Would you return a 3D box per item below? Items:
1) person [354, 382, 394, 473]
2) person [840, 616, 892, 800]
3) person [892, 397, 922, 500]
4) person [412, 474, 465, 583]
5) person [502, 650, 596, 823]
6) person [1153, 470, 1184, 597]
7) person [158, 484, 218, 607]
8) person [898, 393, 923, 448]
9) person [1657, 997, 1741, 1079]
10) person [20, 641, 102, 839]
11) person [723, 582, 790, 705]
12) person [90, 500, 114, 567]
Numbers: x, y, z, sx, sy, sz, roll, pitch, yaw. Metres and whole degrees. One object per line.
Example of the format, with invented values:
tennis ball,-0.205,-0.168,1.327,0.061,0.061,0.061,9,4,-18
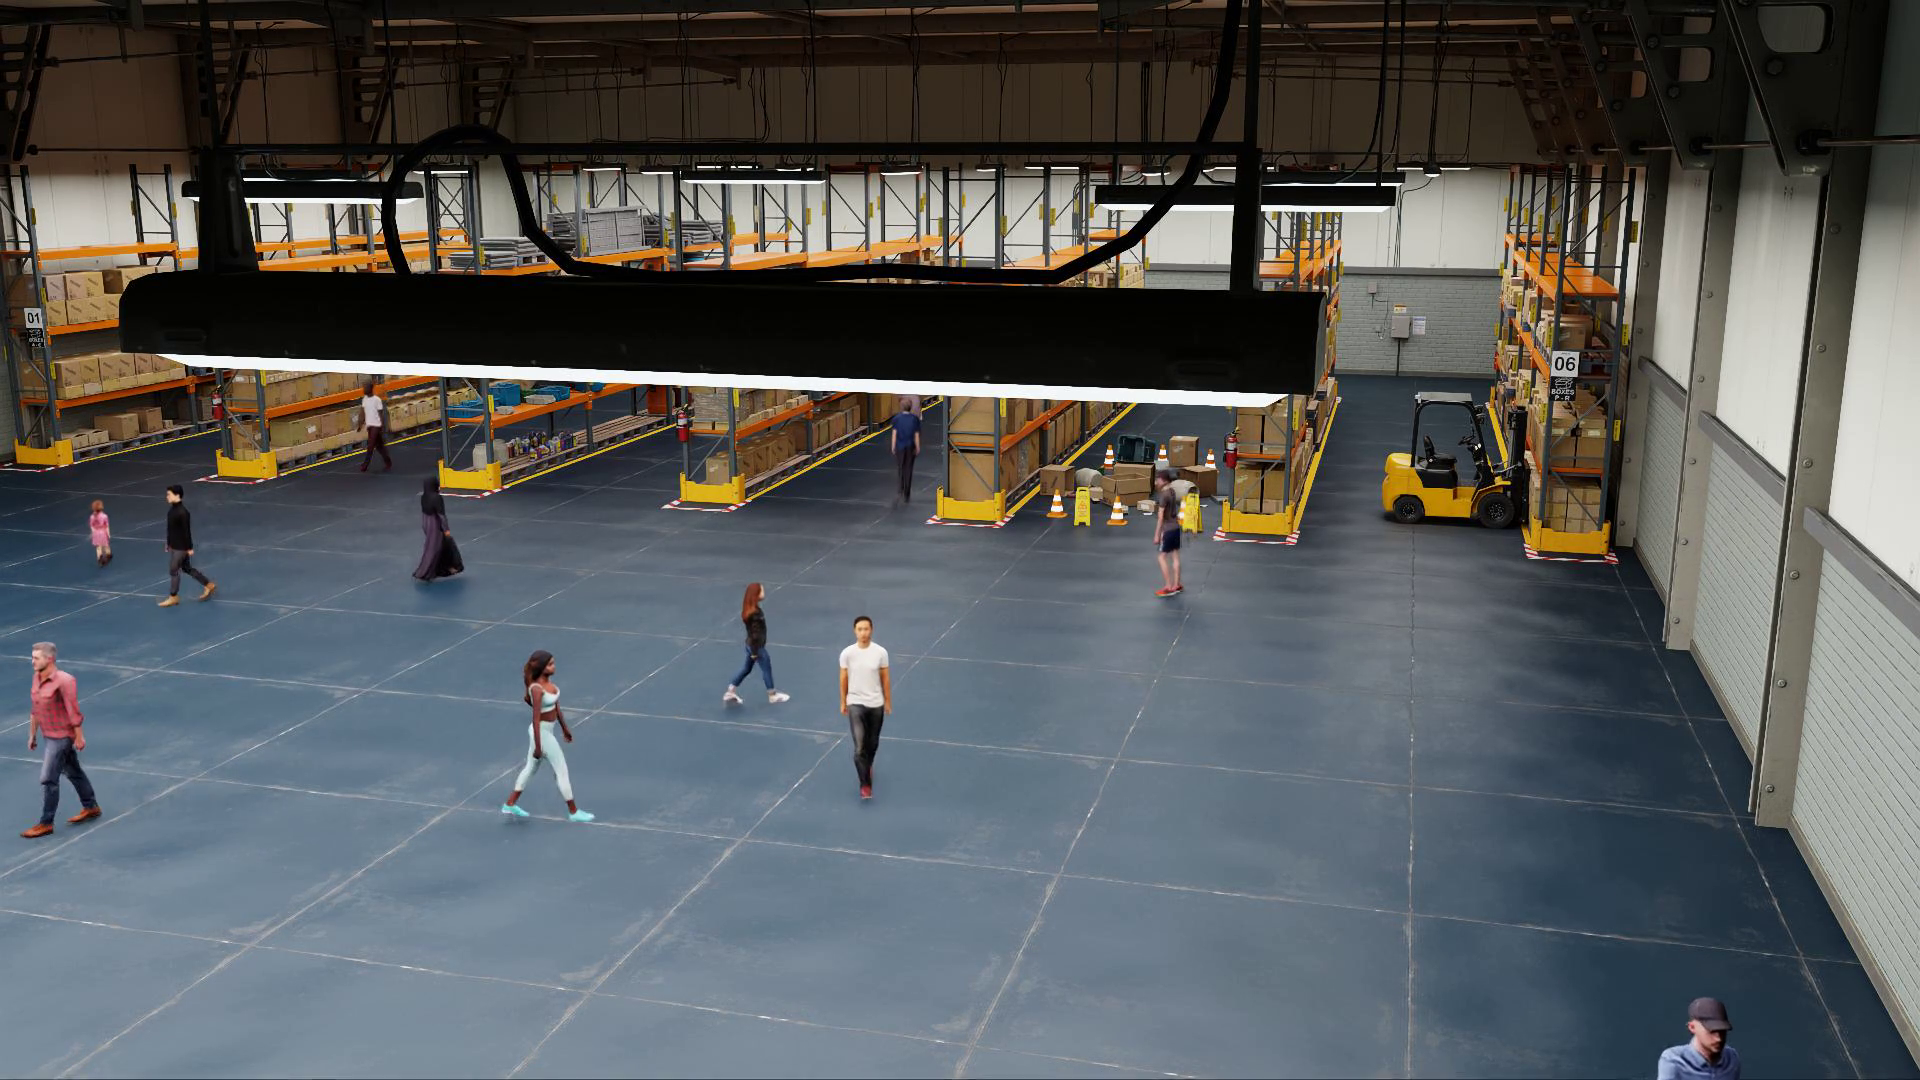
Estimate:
person,-11.594,-2.240,33.155,0.997,1.786,1.246,10,17,38
person,-0.935,1.616,16.535,0.955,1.771,1.212,-2,13,-10
person,-0.989,-1.648,30.511,0.844,1.825,1.209,1,13,2
person,-7.833,-0.172,24.616,0.944,1.609,1.185,12,17,41
person,-3.993,1.867,15.639,0.843,1.686,1.114,0,13,0
person,3.044,-0.121,23.897,0.931,1.836,0.633,12,17,41
person,-10.905,0.056,23.412,1.163,1.708,1.037,-10,16,-36
person,-1.089,-2.838,35.834,0.735,1.743,0.691,1,13,3
person,3.903,3.317,9.026,0.918,1.845,1.225,-1,13,-4
person,-8.360,1.817,15.606,0.925,1.799,1.131,9,16,34
person,-2.415,1.211,18.993,0.994,1.451,0.991,-6,14,-23
person,-13.261,-0.092,25.622,0.622,0.999,0.781,-3,13,-11
